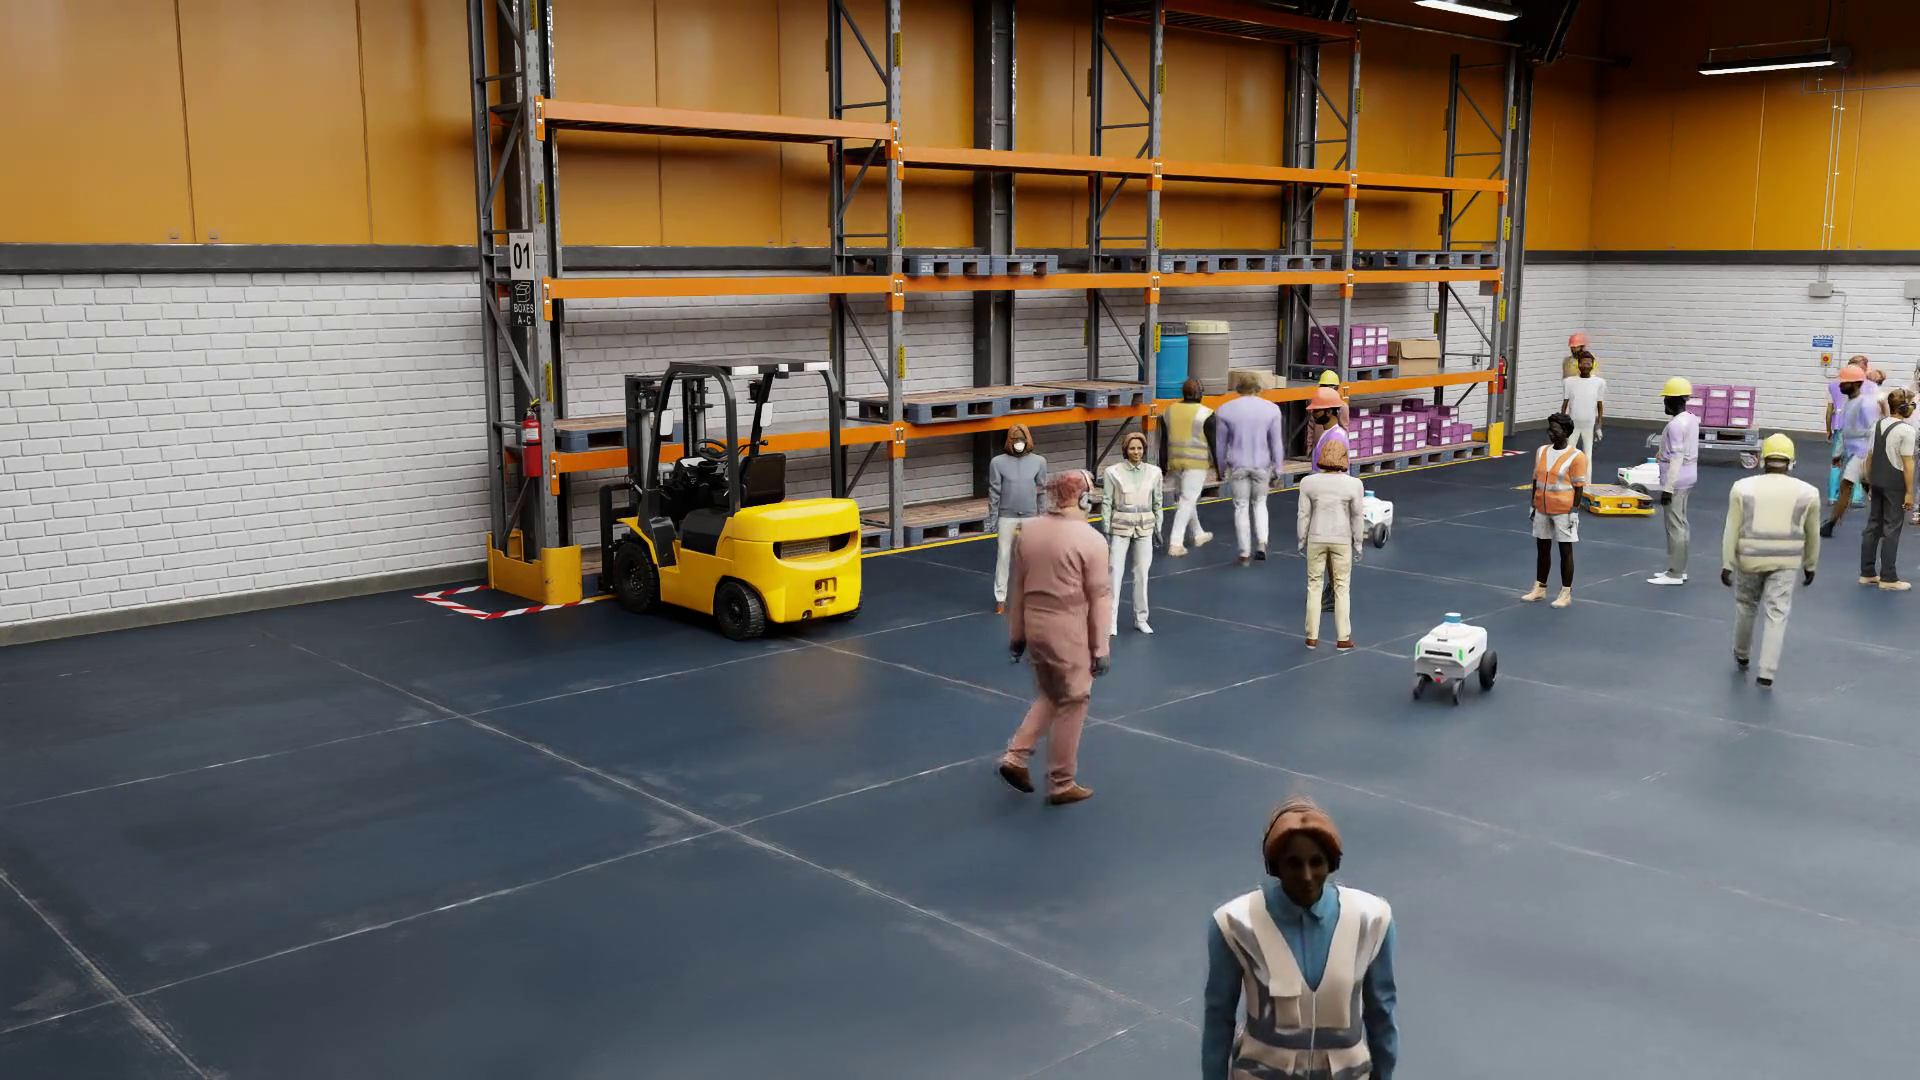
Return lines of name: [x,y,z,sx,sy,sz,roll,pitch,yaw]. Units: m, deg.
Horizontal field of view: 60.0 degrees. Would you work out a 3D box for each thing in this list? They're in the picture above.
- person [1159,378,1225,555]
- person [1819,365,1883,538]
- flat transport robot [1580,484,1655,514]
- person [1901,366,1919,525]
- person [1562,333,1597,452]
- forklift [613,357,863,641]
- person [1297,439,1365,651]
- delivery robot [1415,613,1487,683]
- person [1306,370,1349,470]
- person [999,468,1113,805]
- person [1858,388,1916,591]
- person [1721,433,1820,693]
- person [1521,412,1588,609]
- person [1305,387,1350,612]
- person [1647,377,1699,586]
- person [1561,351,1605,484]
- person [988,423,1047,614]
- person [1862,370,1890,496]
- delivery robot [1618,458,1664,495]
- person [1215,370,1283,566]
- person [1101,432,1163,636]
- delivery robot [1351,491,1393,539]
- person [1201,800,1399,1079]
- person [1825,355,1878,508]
person: [2.382,-0.759,17.062,0.652,1.788,0.982,9,13,41]
person: [9.643,-0.942,17.904,0.970,1.878,0.555,2,10,10]
flat transport robot: [7.768,-0.506,20.017,0.652,0.197,1.431,0,10,1]
person: [10.681,-1.045,18.583,0.690,1.837,0.991,8,12,38]
person: [9.006,-2.067,24.372,0.884,1.896,0.567,-9,13,-42]
forklift: [-1.847,-0.414,13.852,1.214,2.155,2.313,-9,13,-42]
person: [2.856,0.039,12.842,0.507,1.632,0.268,4,10,20]
delivery robot: [3.410,0.750,11.538,0.477,0.478,0.707,5,12,30]
person: [4.089,-1.006,18.566,0.306,1.772,0.527,-9,13,-42]
person: [0.546,0.546,9.185,0.486,1.880,0.653,-8,12,-39]
person: [8.475,-0.460,15.144,0.328,1.844,0.514,-2,10,-11]
person: [5.755,0.135,11.825,0.624,1.782,0.920,4,10,22]
person: [5.159,-0.261,14.416,0.318,1.697,0.533,-6,11,-32]
person: [3.134,-0.343,14.238,0.389,1.930,0.539,1,10,4]
person: [6.593,-0.540,15.372,0.382,1.924,0.594,7,12,34]
person: [7.664,-1.393,20.522,0.513,1.876,0.328,3,10,18]
person: [0.491,-0.181,14.127,0.507,1.631,0.266,-2,10,-9]
person: [11.597,-1.359,21.141,0.864,1.592,0.540,-4,11,-24]
delivery robot: [8.481,-0.766,20.431,0.707,0.478,0.477,0,10,2]
person: [2.830,-0.707,16.386,0.646,1.913,0.479,0,10,2]
person: [1.379,-0.051,13.346,0.513,1.642,0.313,-2,10,-9]
delivery robot: [4.312,-0.276,17.565,0.477,0.478,0.707,6,11,31]
person: [0.899,1.472,4.466,0.531,1.622,0.423,0,10,-1]
person: [10.743,-1.302,20.078,0.373,1.840,0.571,-9,13,-41]
